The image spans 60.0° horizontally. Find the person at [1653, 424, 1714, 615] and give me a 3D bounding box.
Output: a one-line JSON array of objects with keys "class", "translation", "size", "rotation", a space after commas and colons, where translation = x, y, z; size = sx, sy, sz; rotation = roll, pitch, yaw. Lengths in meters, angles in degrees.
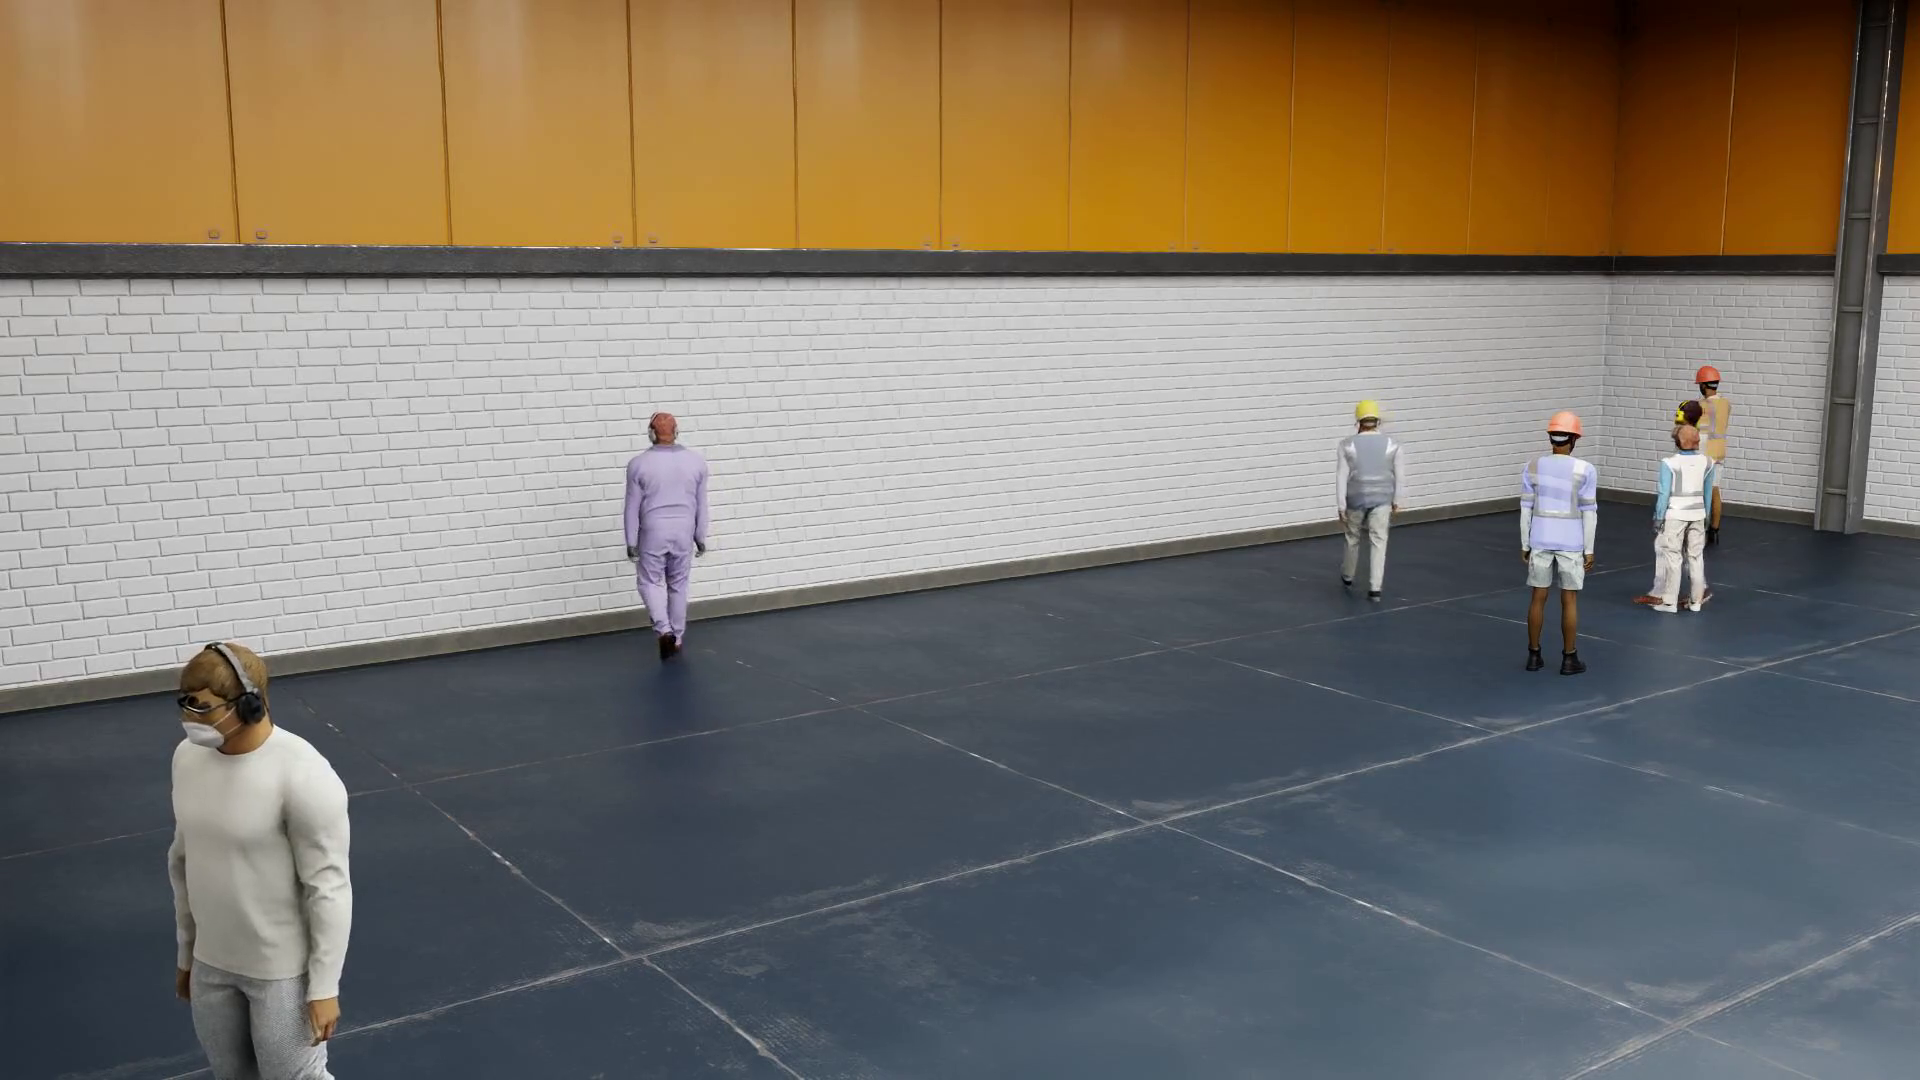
[{"class": "person", "translation": [6.215, -0.174, 14.298], "size": [0.523, 1.636, 0.311], "rotation": [-2, 9, -11]}]

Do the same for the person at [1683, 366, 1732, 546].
[{"class": "person", "translation": [8.010, -0.900, 17.871], "size": [0.542, 1.931, 0.376], "rotation": [-7, 12, -38]}]

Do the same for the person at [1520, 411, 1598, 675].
[{"class": "person", "translation": [4.382, 0.023, 12.184], "size": [0.543, 1.931, 0.371], "rotation": [7, 11, 35]}]

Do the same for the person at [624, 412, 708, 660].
[{"class": "person", "translation": [-2.231, -0.031, 12.650], "size": [0.654, 1.891, 0.719], "rotation": [-4, 10, -25]}]

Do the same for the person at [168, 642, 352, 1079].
[{"class": "person", "translation": [-2.009, 1.225, 4.767], "size": [0.627, 1.933, 0.376], "rotation": [5, 10, 27]}]

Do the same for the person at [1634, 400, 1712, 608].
[{"class": "person", "translation": [6.273, -0.296, 14.493], "size": [0.632, 1.828, 0.605], "rotation": [5, 11, 29]}]

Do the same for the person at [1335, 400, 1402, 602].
[{"class": "person", "translation": [3.686, -0.369, 15.058], "size": [0.599, 1.787, 0.896], "rotation": [1, 9, 7]}]
